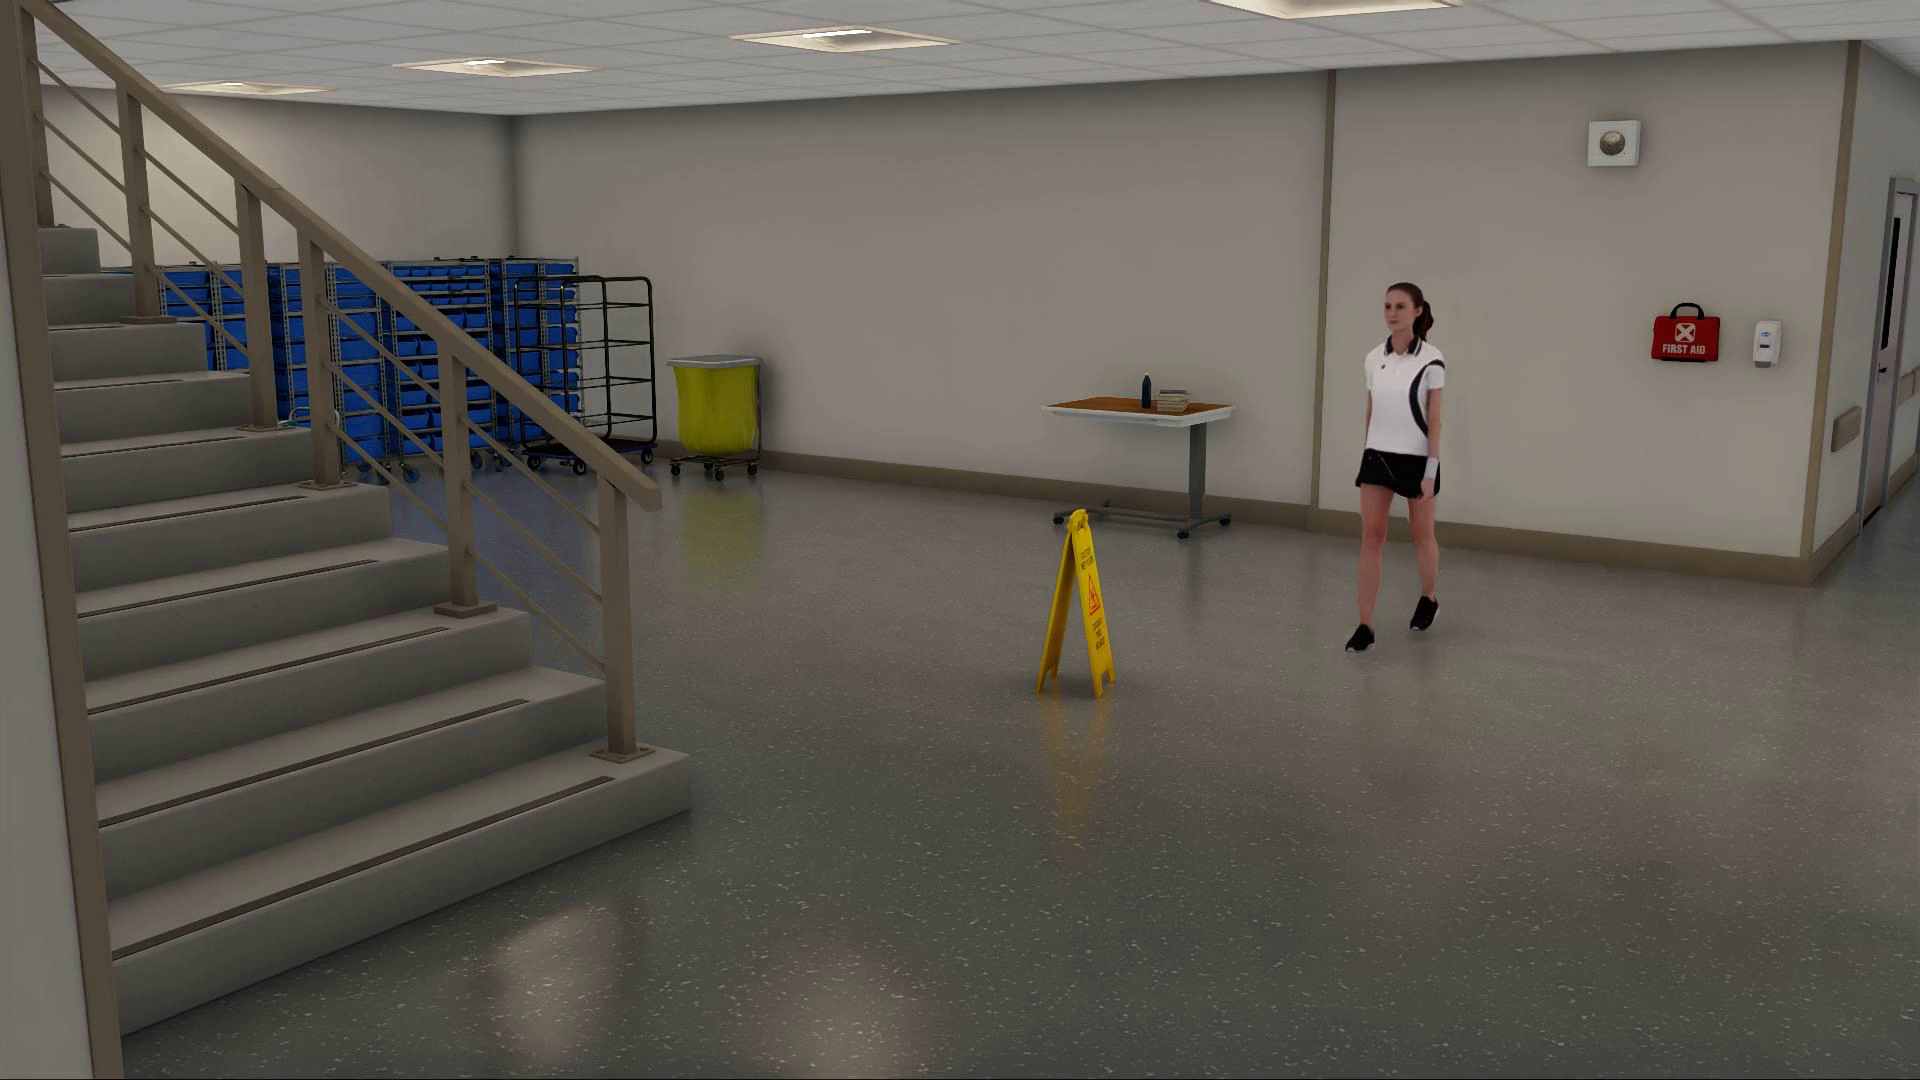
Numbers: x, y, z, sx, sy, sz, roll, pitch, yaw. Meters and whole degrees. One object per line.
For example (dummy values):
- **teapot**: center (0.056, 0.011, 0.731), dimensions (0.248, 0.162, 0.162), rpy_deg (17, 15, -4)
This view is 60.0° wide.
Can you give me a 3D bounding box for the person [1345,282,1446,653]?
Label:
- **person**: center (2.156, -0.329, 7.956), dimensions (1.093, 1.706, 0.688), rpy_deg (6, 12, 30)
